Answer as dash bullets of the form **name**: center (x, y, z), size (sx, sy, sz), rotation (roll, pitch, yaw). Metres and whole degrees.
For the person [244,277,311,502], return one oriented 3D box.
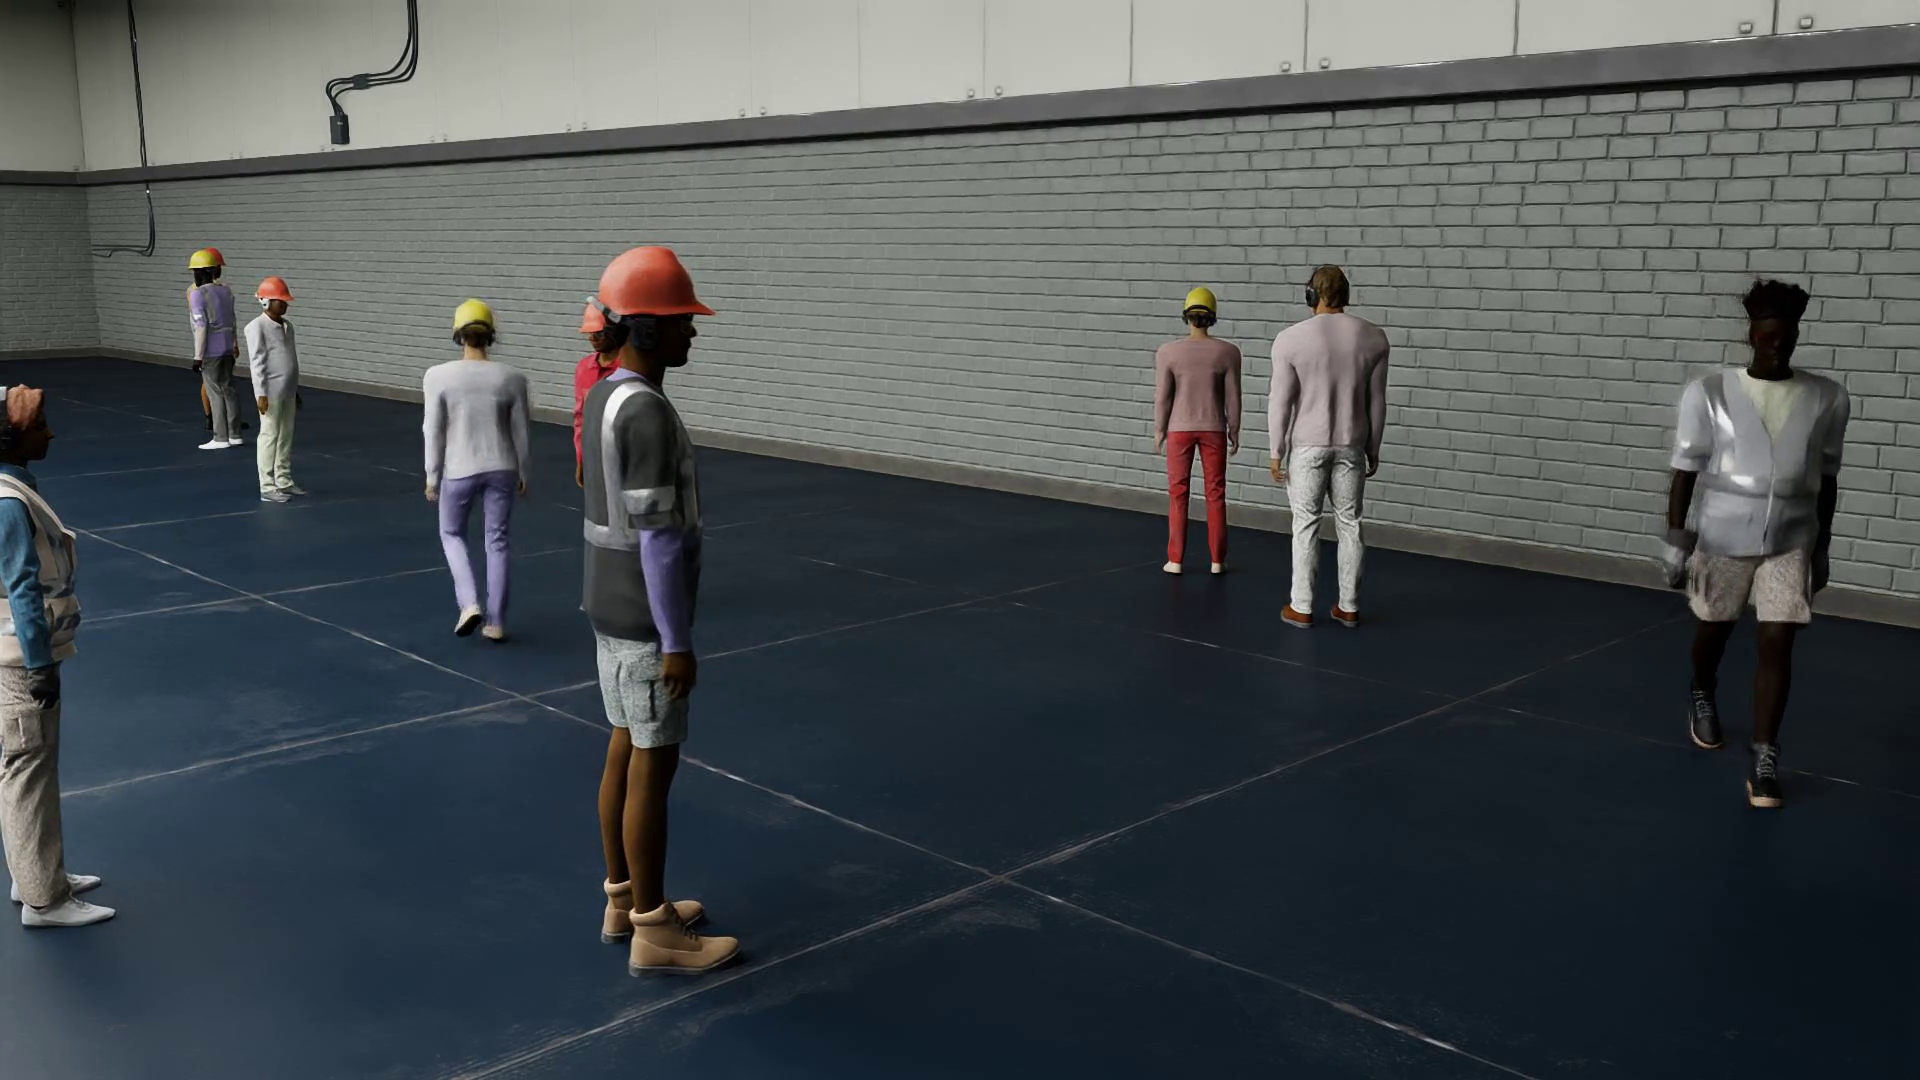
- **person**: center (-5.350, -1.184, 13.084), size (0.343, 1.749, 0.573), rotation (1, 10, 8)

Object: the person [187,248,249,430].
- **person**: center (-7.927, -2.130, 17.741), size (0.545, 1.938, 0.359), rotation (3, 11, 17)

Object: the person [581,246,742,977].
- **person**: center (-0.867, 0.205, 4.717), size (0.383, 2.045, 0.605), rotation (-5, 11, -24)

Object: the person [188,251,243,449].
- **person**: center (-7.283, -1.843, 16.202), size (0.386, 1.926, 0.591), rotation (2, 11, 11)

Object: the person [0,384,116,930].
- **person**: center (-2.808, 0.353, 5.016), size (0.309, 1.641, 0.514), rotation (-7, 12, -33)

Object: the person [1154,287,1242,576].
- **person**: center (1.447, -0.655, 10.169), size (0.533, 1.767, 0.324), rotation (0, 10, 3)

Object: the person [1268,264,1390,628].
- **person**: center (1.932, -0.483, 8.794), size (0.631, 1.930, 0.372), rotation (-1, 10, -5)

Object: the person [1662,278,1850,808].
- **person**: center (3.023, -0.038, 6.377), size (0.615, 1.928, 0.976), rotation (3, 11, 15)

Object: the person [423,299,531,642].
- **person**: center (-2.452, -0.344, 8.485), size (0.553, 1.749, 0.385), rotation (-6, 12, -28)
